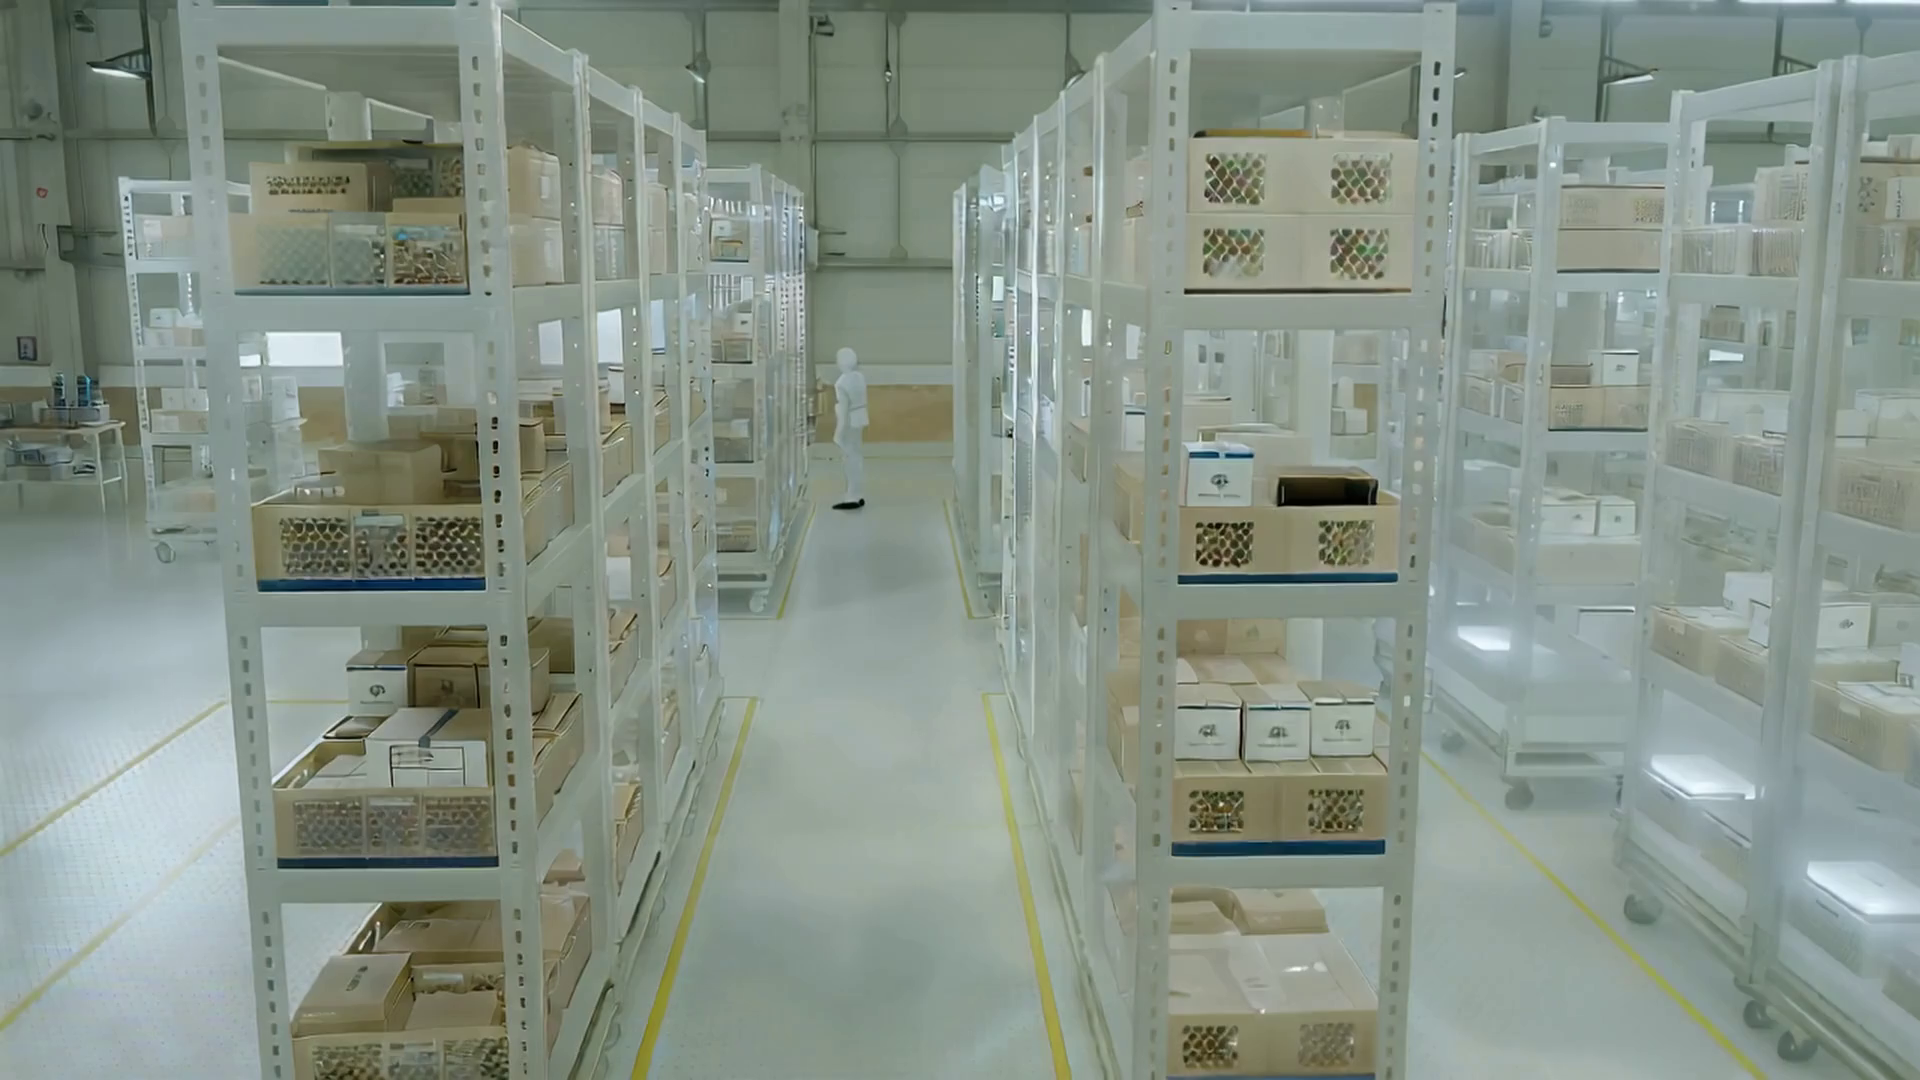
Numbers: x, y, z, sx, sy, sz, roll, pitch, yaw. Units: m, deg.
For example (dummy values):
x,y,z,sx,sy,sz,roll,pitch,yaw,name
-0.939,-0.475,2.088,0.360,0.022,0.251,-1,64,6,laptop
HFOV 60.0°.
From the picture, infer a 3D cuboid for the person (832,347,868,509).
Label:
x,y,z,sx,sy,sz,roll,pitch,yaw,name
-1.249,-1.276,19.000,0.375,1.843,0.574,4,11,21,person
